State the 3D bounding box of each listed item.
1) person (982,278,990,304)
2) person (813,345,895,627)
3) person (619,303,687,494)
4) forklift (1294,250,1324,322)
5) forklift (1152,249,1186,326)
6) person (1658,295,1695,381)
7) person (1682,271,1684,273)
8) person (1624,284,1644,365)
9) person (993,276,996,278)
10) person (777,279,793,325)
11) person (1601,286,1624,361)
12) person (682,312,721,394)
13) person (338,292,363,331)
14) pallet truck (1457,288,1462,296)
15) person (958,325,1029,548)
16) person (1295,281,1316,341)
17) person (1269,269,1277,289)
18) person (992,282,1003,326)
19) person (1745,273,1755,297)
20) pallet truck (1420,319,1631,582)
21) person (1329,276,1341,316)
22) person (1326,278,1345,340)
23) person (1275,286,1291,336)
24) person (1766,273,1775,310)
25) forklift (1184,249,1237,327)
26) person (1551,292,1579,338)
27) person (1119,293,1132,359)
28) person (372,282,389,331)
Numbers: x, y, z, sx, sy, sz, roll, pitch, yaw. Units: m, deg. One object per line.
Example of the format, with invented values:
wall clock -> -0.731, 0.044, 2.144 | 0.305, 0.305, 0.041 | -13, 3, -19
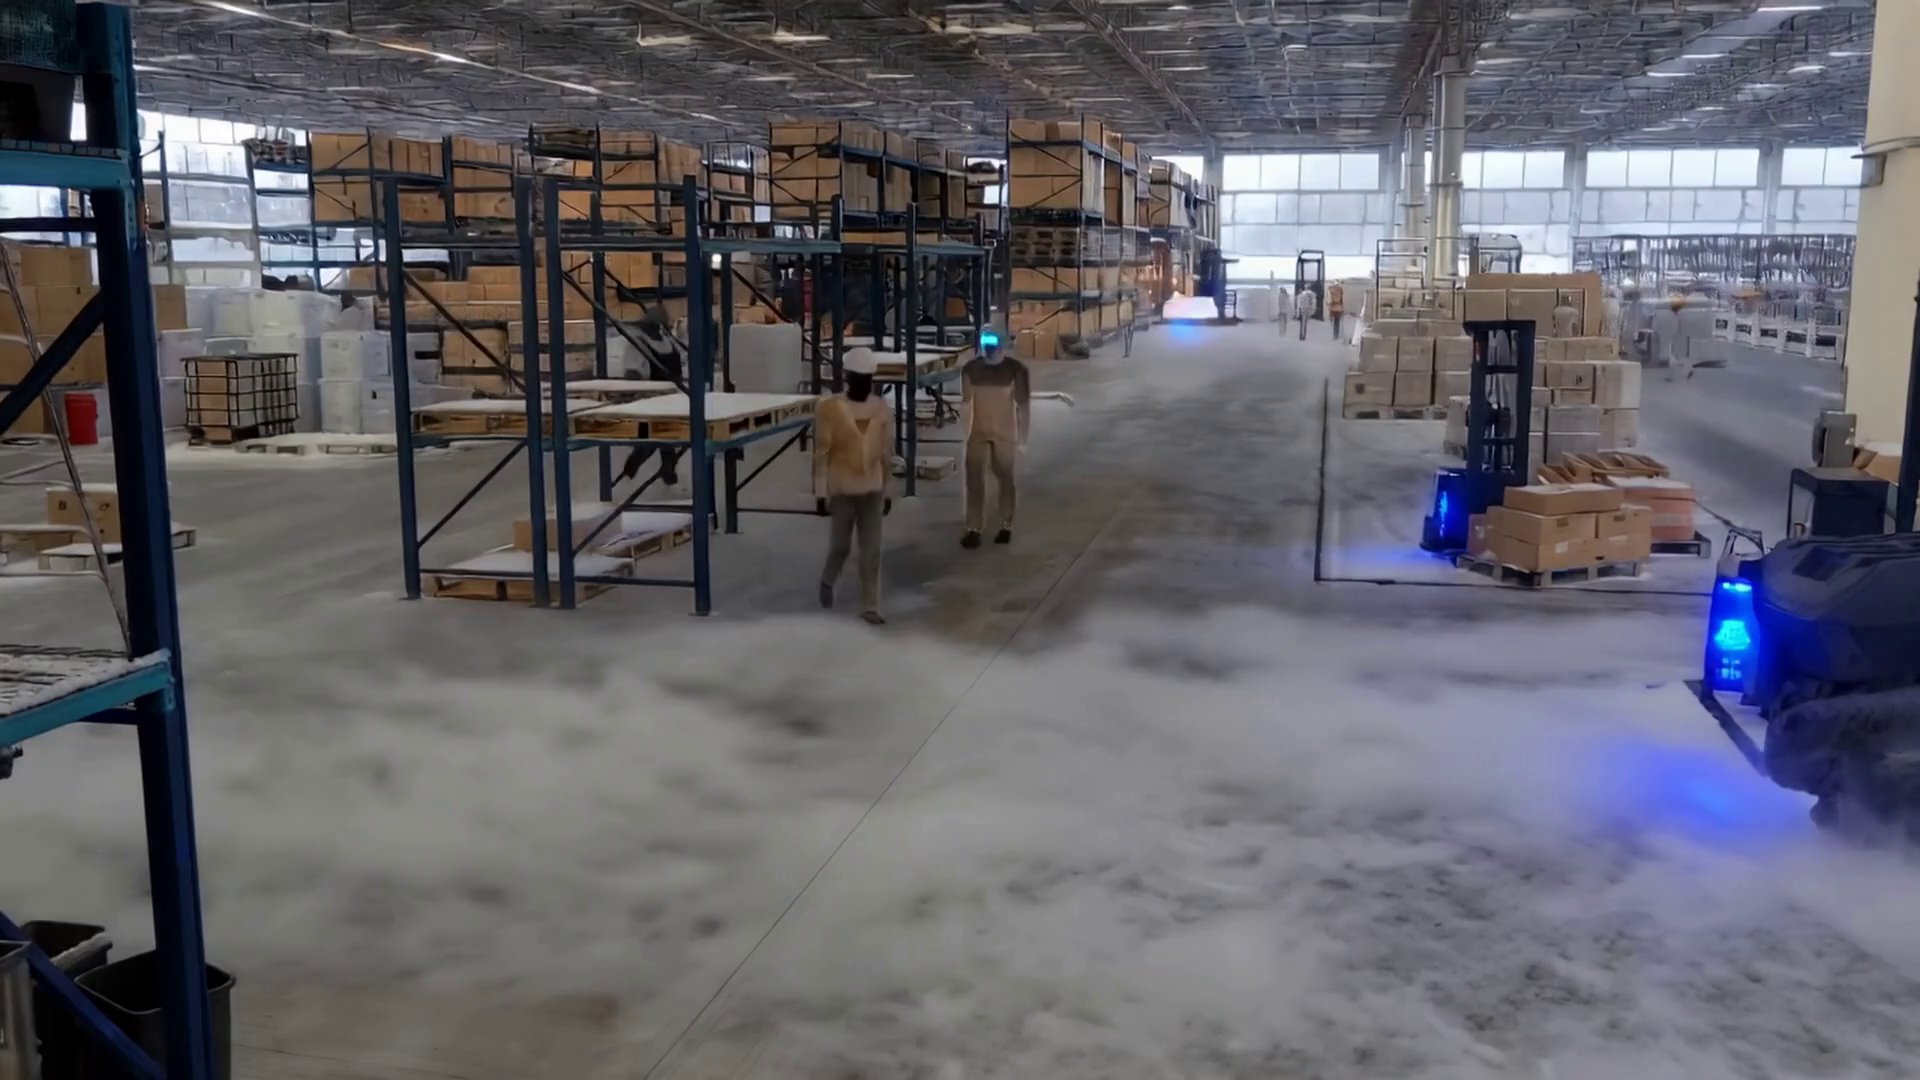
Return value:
person -> 1.338, -13.002, 86.366 | 0.633, 1.811, 0.506 | 7, 12, 35
person -> -0.735, -0.381, 11.348 | 0.602, 1.905, 0.642 | -4, 11, -24
person -> -3.209, -1.494, 17.535 | 0.698, 2.000, 0.692 | 6, 11, 32
forklift -> 13.778, -10.002, 65.433 | 1.129, 2.768, 1.873 | 2, 10, 12
forklift -> 7.646, -9.320, 61.395 | 1.873, 2.768, 1.129 | 2, 10, 11
person -> 14.582, -4.087, 33.749 | 0.579, 1.746, 0.531 | 2, 10, 14
person -> 34.714, -12.020, 80.052 | 0.604, 1.973, 0.636 | 2, 10, 9
person -> 14.812, -4.649, 36.560 | 0.400, 1.924, 0.579 | 5, 11, 27
person -> 1.842, -13.464, 89.273 | 0.572, 1.747, 0.346 | 2, 10, 9
person -> -4.246, -5.462, 41.186 | 0.577, 1.982, 0.620 | -2, 10, -13
person -> 14.766, -4.820, 37.727 | 1.029, 1.873, 0.560 | 5, 11, 26
person -> -4.181, -3.050, 27.106 | 0.661, 1.916, 0.699 | 1, 10, 5
person -> -10.440, -3.238, 28.232 | 0.848, 1.909, 0.653 | 2, 10, 12
pallet truck -> 20.506, -9.785, 68.819 | 0.653, 1.274, 1.630 | 2, 10, 12
person -> 0.256, -0.870, 14.229 | 0.656, 1.900, 0.907 | 4, 10, 20
person -> 10.551, -6.999, 50.830 | 0.607, 1.808, 0.562 | 2, 10, 12
person -> 16.919, -13.688, 90.058 | 0.614, 1.932, 0.450 | -7, 12, -38
person -> 1.388, -8.720, 61.554 | 0.367, 1.618, 0.526 | 5, 11, 26
person -> 38.347, -12.072, 80.874 | 0.631, 1.813, 0.677 | 6, 11, 32
pallet truck -> 4.543, -0.757, 13.299 | 0.823, 1.965, 1.885 | -4, 10, -22
person -> 16.180, -10.516, 71.809 | 0.543, 1.749, 0.507 | -1, 10, -9
person -> 11.570, -7.135, 51.344 | 0.568, 1.900, 0.787 | 1, 10, 7
person -> 10.422, -7.393, 53.684 | 0.524, 1.617, 0.343 | 1, 10, 7
person -> 39.261, -12.006, 80.461 | 0.583, 1.812, 0.596 | 3, 10, 15
forklift -> 9.115, -9.255, 61.009 | 1.873, 2.768, 1.129 | -5, 11, -25
person -> 11.284, -3.692, 31.047 | 0.507, 1.875, 0.329 | 5, 11, 25
person -> 4.140, -5.331, 41.428 | 0.307, 1.644, 0.512 | 1, 10, 4
person -> -14.519, -5.557, 41.984 | 0.589, 1.910, 0.402 | -5, 11, -27
